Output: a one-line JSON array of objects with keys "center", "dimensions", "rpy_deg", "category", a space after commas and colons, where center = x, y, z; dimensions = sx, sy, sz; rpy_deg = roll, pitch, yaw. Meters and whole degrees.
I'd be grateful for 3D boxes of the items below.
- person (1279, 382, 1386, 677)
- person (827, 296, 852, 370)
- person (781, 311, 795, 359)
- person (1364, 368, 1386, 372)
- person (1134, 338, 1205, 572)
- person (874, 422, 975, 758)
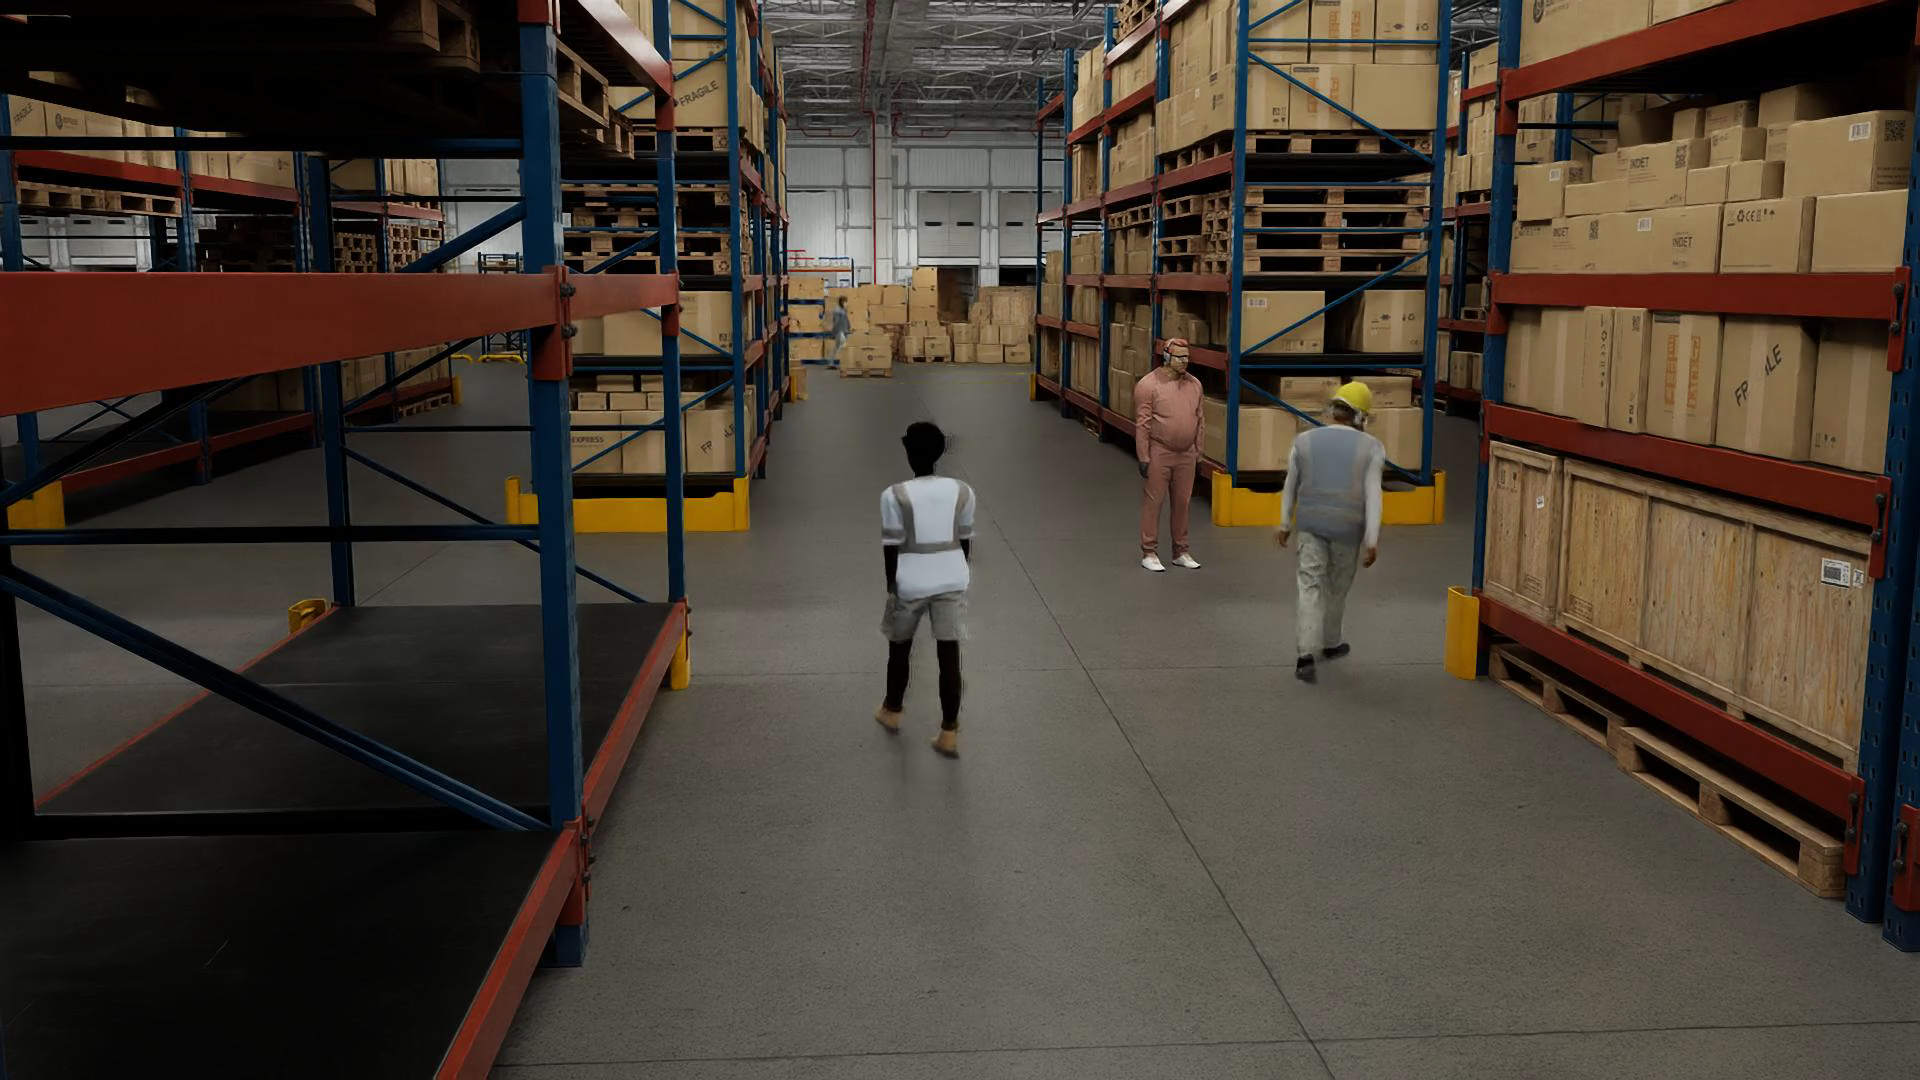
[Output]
[{"center": [2.231, -0.067, 10.059], "dimensions": [0.655, 1.772, 0.905], "rpy_deg": [4, 10, 25], "category": "person"}, {"center": [-2.958, -5.232, 42.113], "dimensions": [1.004, 1.884, 0.632], "rpy_deg": [2, 9, 14], "category": "person"}, {"center": [-3.752, -4.026, 35.206], "dimensions": [0.758, 1.673, 0.537], "rpy_deg": [-4, 10, -21], "category": "person"}, {"center": [6.628, -2.735, 26.547], "dimensions": [0.429, 1.845, 0.633], "rpy_deg": [5, 10, 28], "category": "person"}, {"center": [1.730, -0.691, 13.557], "dimensions": [0.642, 1.900, 0.400], "rpy_deg": [-4, 10, -25], "category": "person"}, {"center": [-0.191, 0.227, 8.501], "dimensions": [0.538, 1.658, 0.832], "rpy_deg": [-3, 10, -19], "category": "person"}]
